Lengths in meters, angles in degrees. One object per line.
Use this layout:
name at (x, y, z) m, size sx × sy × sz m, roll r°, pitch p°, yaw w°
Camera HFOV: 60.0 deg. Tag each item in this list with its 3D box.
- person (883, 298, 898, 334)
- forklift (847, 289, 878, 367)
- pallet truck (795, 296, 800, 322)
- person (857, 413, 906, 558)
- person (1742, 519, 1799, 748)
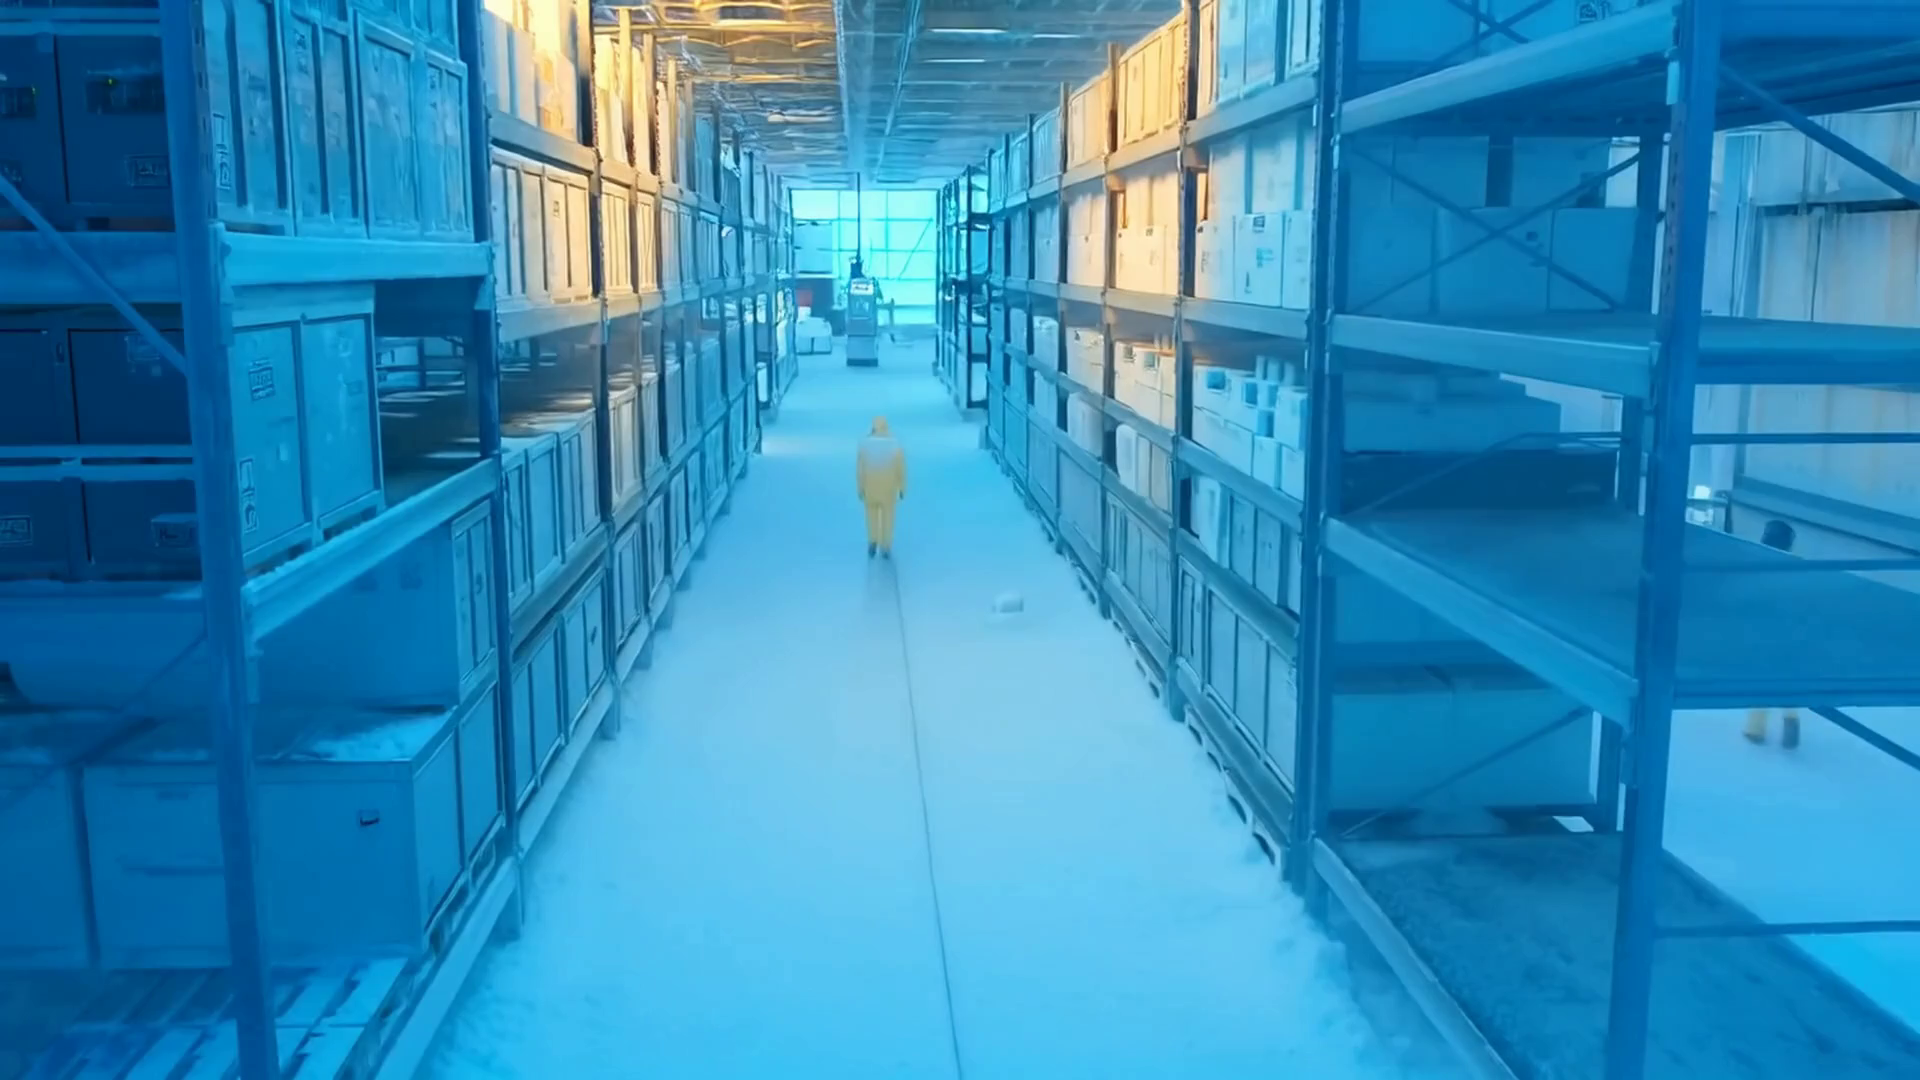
person at (-3.725, -11.965, 88.825) m, size 0.761 × 1.917 × 0.637 m, roll 1°, pitch 10°, yaw 8°
forklift at (-3.601, -7.806, 61.094) m, size 1.129 × 2.768 × 1.873 m, roll -1°, pitch 10°, yaw -4°
pallet truck at (-8.622, -12.439, 91.403) m, size 1.885 × 1.965 × 0.823 m, roll 2°, pitch 10°, yaw 13°
person at (-1.017, -0.695, 21.578) m, size 0.643 × 1.894 × 0.428 m, roll -1°, pitch 10°, yaw -4°
person at (6.417, 0.750, 13.105) m, size 0.580 × 1.833 × 0.605 m, roll 1°, pitch 10°, yaw 7°
